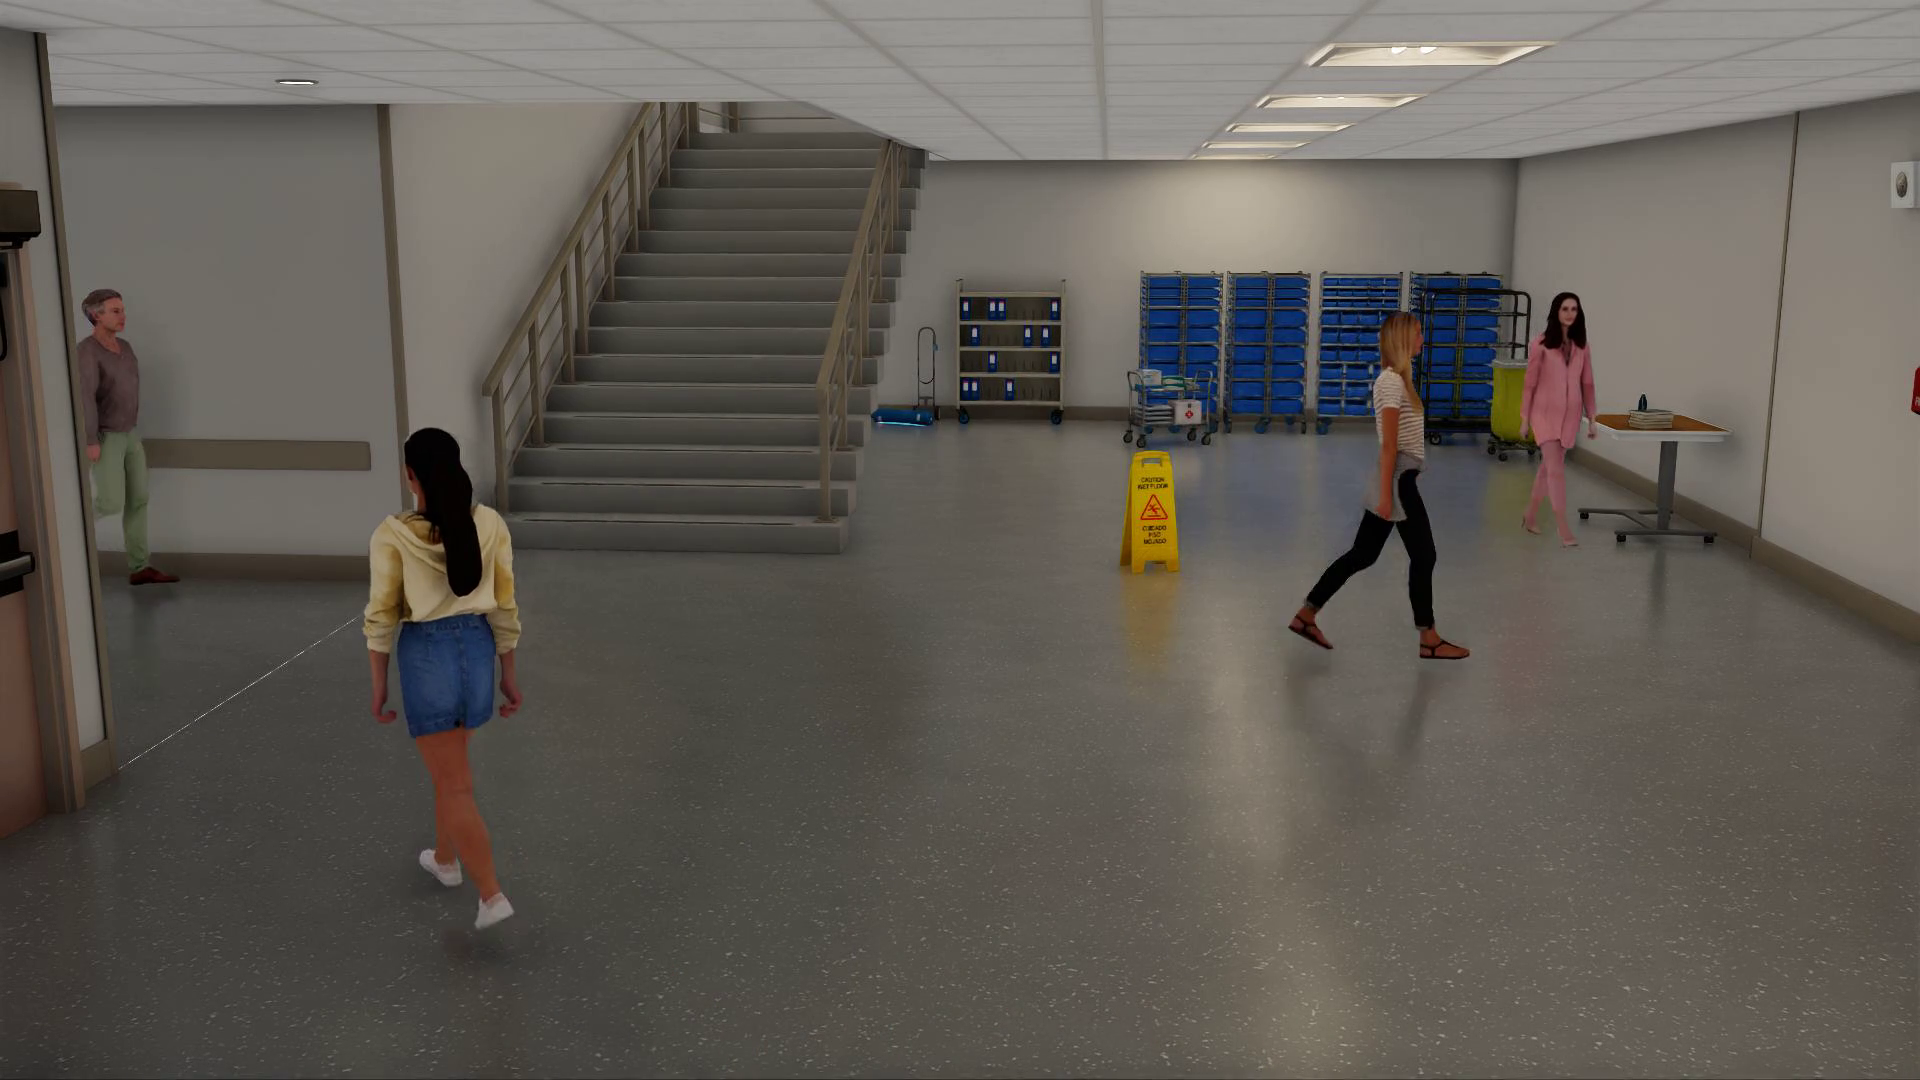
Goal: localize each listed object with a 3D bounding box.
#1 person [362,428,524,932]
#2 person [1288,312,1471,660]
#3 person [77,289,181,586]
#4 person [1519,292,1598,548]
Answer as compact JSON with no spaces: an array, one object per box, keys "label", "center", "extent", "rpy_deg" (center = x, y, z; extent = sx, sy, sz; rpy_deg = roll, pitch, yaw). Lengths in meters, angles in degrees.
[{"label":"person","center":[-1.615,0.475,5.325],"extent":[1.095,1.596,1.173],"rpy_deg":[-8,14,-37]},{"label":"person","center":[2.127,-0.243,8.594],"extent":[0.706,1.789,1.093],"rpy_deg":[1,11,7]},{"label":"person","center":[-5.355,-0.608,10.343],"extent":[0.734,1.854,0.945],"rpy_deg":[1,11,3]},{"label":"person","center":[4.198,-0.834,11.804],"extent":[0.788,1.753,1.157],"rpy_deg":[-1,11,-6]}]
